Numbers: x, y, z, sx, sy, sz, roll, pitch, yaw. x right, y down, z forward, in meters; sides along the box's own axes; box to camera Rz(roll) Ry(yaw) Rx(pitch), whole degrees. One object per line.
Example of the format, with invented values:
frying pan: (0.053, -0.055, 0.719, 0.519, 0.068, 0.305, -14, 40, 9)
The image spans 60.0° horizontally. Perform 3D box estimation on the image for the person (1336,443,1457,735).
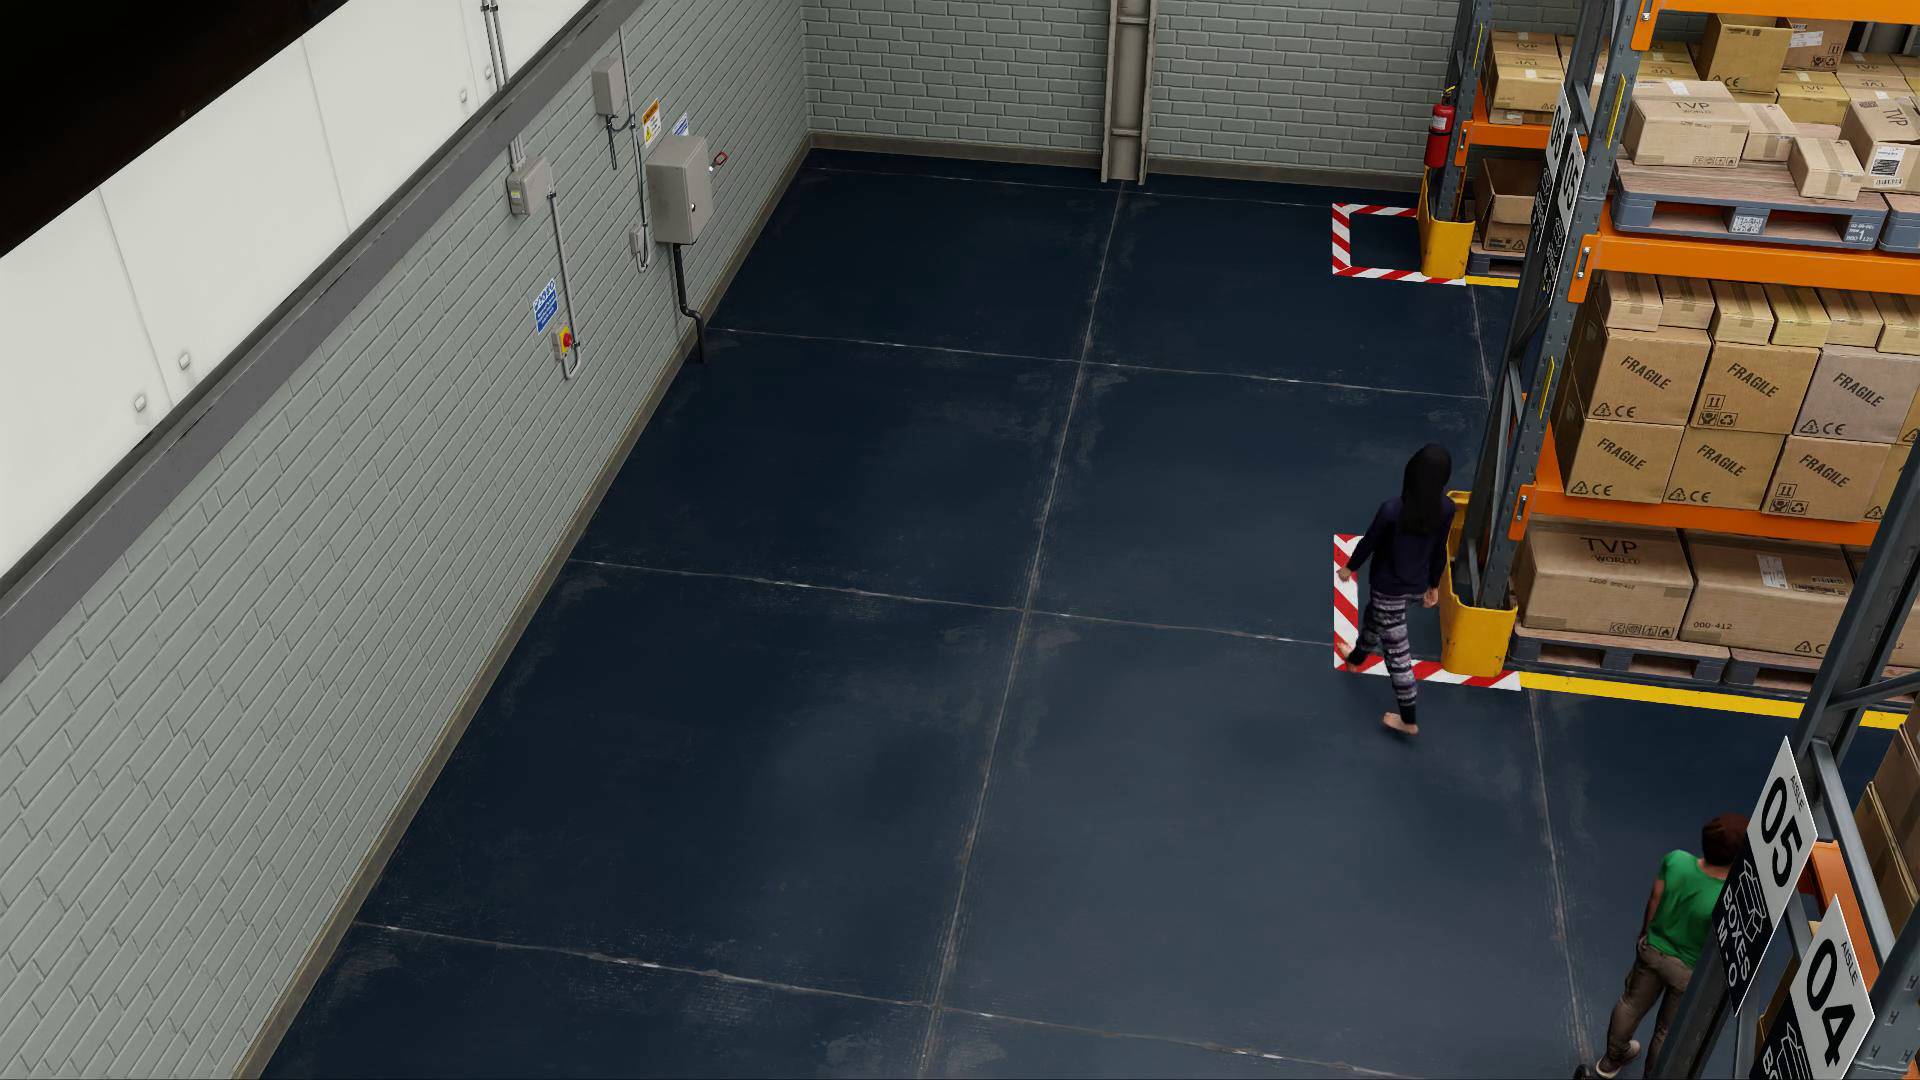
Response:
person: (2.424, 0.307, 9.036, 1.099, 1.680, 1.064, -15, 40, -19)

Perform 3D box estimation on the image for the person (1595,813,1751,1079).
person: (3.060, 1.797, 7.099, 0.715, 1.653, 0.671, -19, 41, -23)
